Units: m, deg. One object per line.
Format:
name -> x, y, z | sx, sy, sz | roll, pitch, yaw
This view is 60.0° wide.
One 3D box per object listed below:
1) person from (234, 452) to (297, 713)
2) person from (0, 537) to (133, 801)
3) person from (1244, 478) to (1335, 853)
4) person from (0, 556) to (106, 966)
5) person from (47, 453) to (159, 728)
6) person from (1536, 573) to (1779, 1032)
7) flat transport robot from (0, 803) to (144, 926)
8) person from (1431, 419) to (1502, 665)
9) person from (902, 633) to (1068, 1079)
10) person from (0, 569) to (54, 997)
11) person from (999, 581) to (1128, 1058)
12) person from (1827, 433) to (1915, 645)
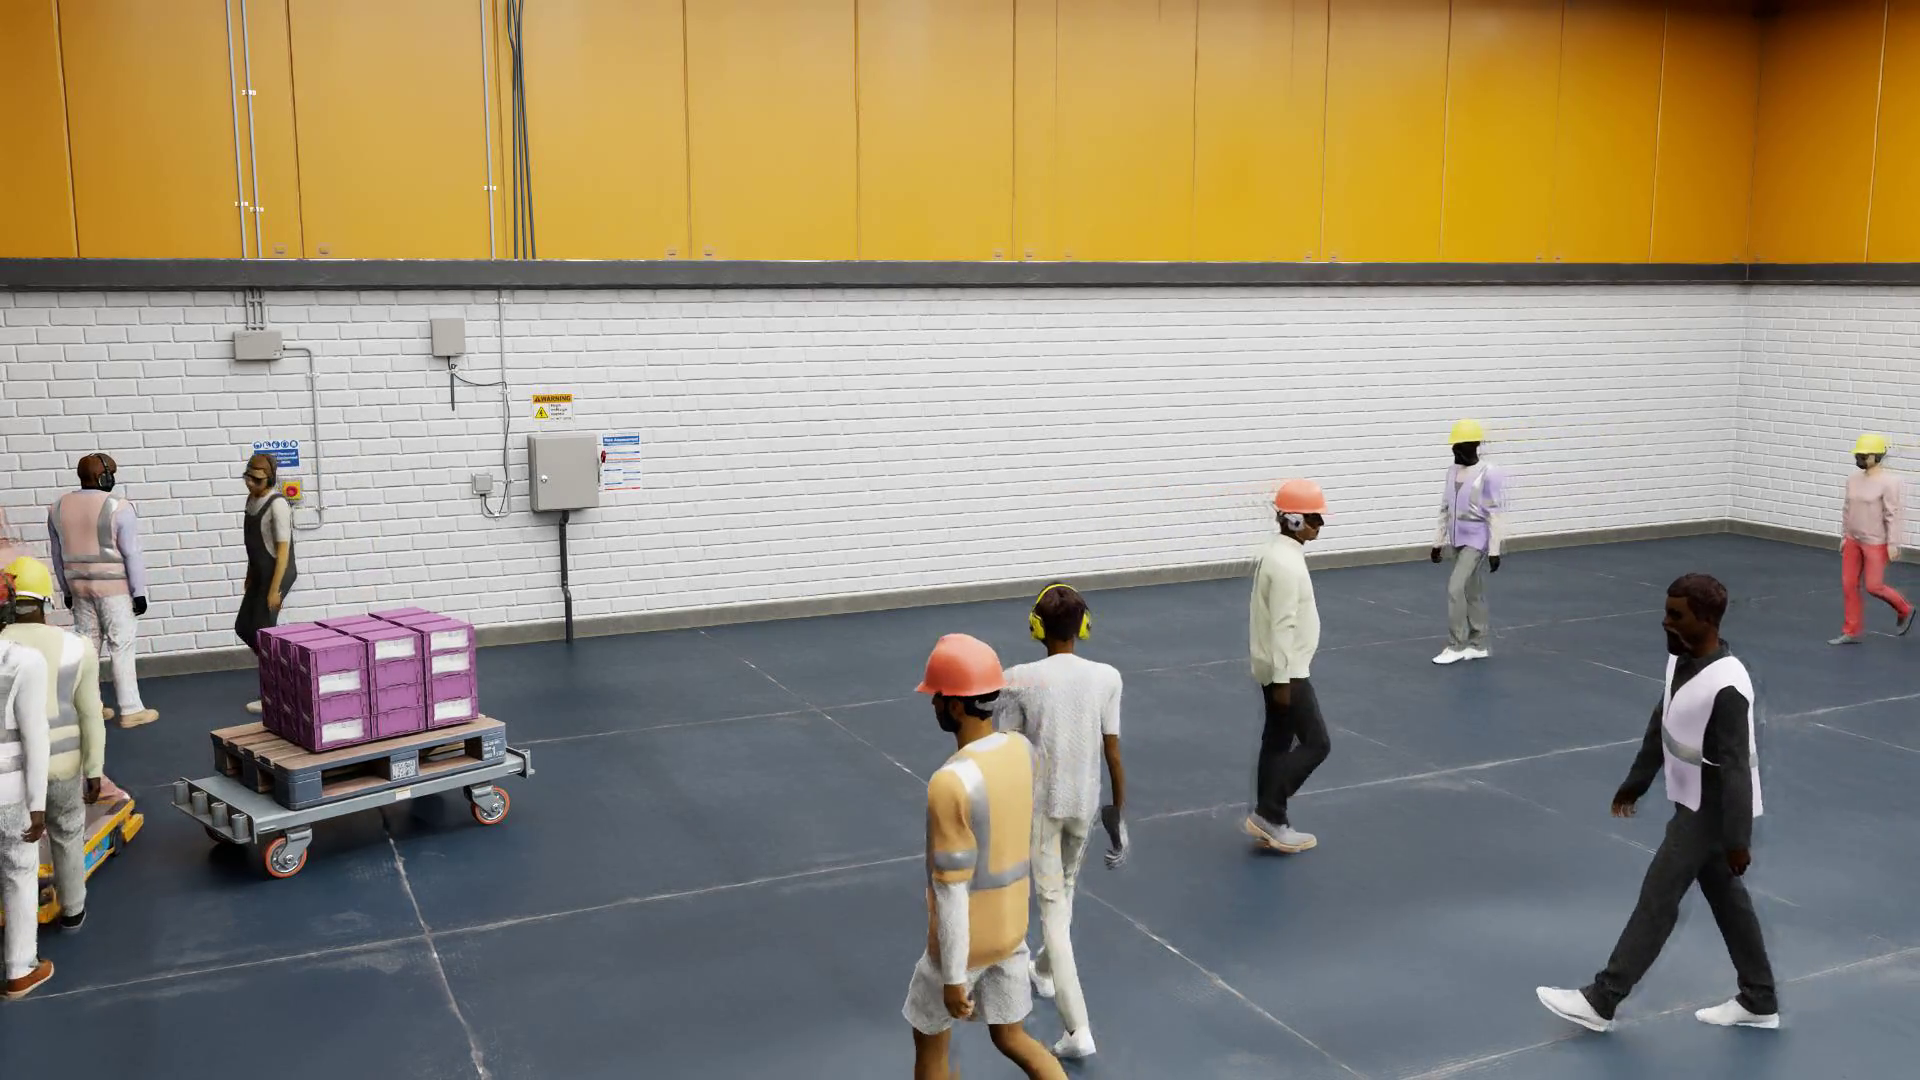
person -> -4.792, 0.286, 11.478 | 0.377, 1.816, 0.599 | -7, 12, -37
person -> -4.953, 0.704, 8.791 | 0.950, 1.860, 0.709 | -4, 10, -21
person -> 1.719, 0.663, 8.633 | 0.436, 1.979, 0.649 | 1, 9, 7
person -> -4.079, 0.974, 7.305 | 0.593, 1.797, 0.895 | -5, 10, -28
person -> -5.705, 0.336, 11.097 | 0.629, 1.842, 0.429 | 2, 9, 11
person -> 2.837, 1.051, 6.596 | 1.002, 1.867, 0.614 | 2, 9, 10
flat transport robot -> -4.637, 1.574, 8.277 | 0.652, 0.197, 1.431 | -2, 9, -9
person -> 3.841, 0.020, 12.859 | 0.728, 1.899, 0.612 | -3, 10, -18
person -> 0.105, 1.241, 5.298 | 0.884, 1.911, 0.547 | 7, 11, 36
person -> -4.018, 1.048, 6.748 | 0.583, 1.838, 0.709 | -1, 9, -7
person -> 0.386, 1.079, 6.595 | 0.535, 1.820, 0.986 | -3, 9, -15
person -> 7.434, 0.001, 13.478 | 0.614, 1.751, 0.531 | -2, 9, -15
